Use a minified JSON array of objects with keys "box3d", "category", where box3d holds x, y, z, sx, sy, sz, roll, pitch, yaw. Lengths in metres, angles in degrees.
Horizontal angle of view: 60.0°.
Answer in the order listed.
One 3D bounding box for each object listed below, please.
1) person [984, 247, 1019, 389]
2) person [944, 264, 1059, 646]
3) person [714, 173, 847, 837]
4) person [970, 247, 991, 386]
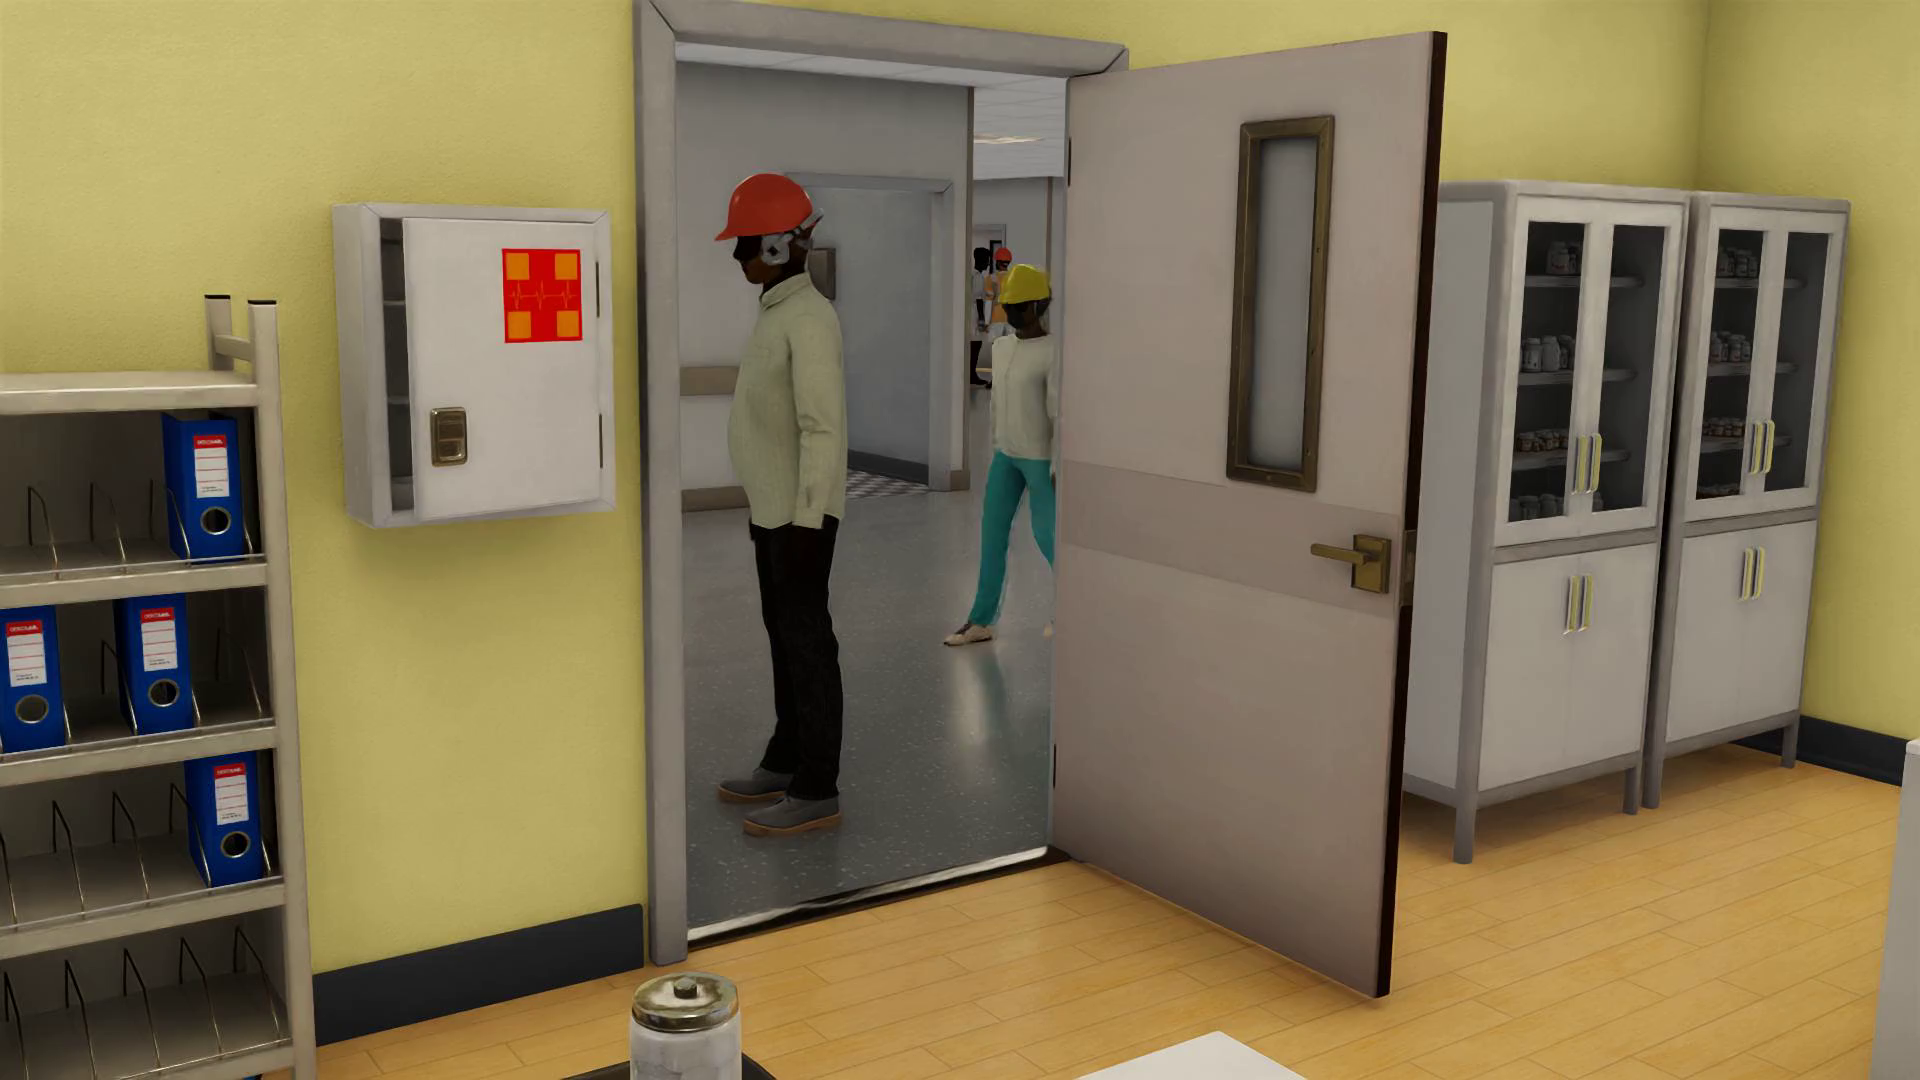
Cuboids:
[{"box3d":[0.580,-3.029,22.803,0.547,1.942,0.344,-3,10,-21],"category":"person"},{"box3d":[0.305,-0.386,7.603,0.740,1.739,0.541,-8,13,-41],"category":"person"},{"box3d":[-0.541,-0.100,5.067,0.392,1.988,0.609,-2,10,-17],"category":"person"},{"box3d":[0.244,-3.135,23.392,0.388,1.953,0.612,-1,10,-12],"category":"person"}]
